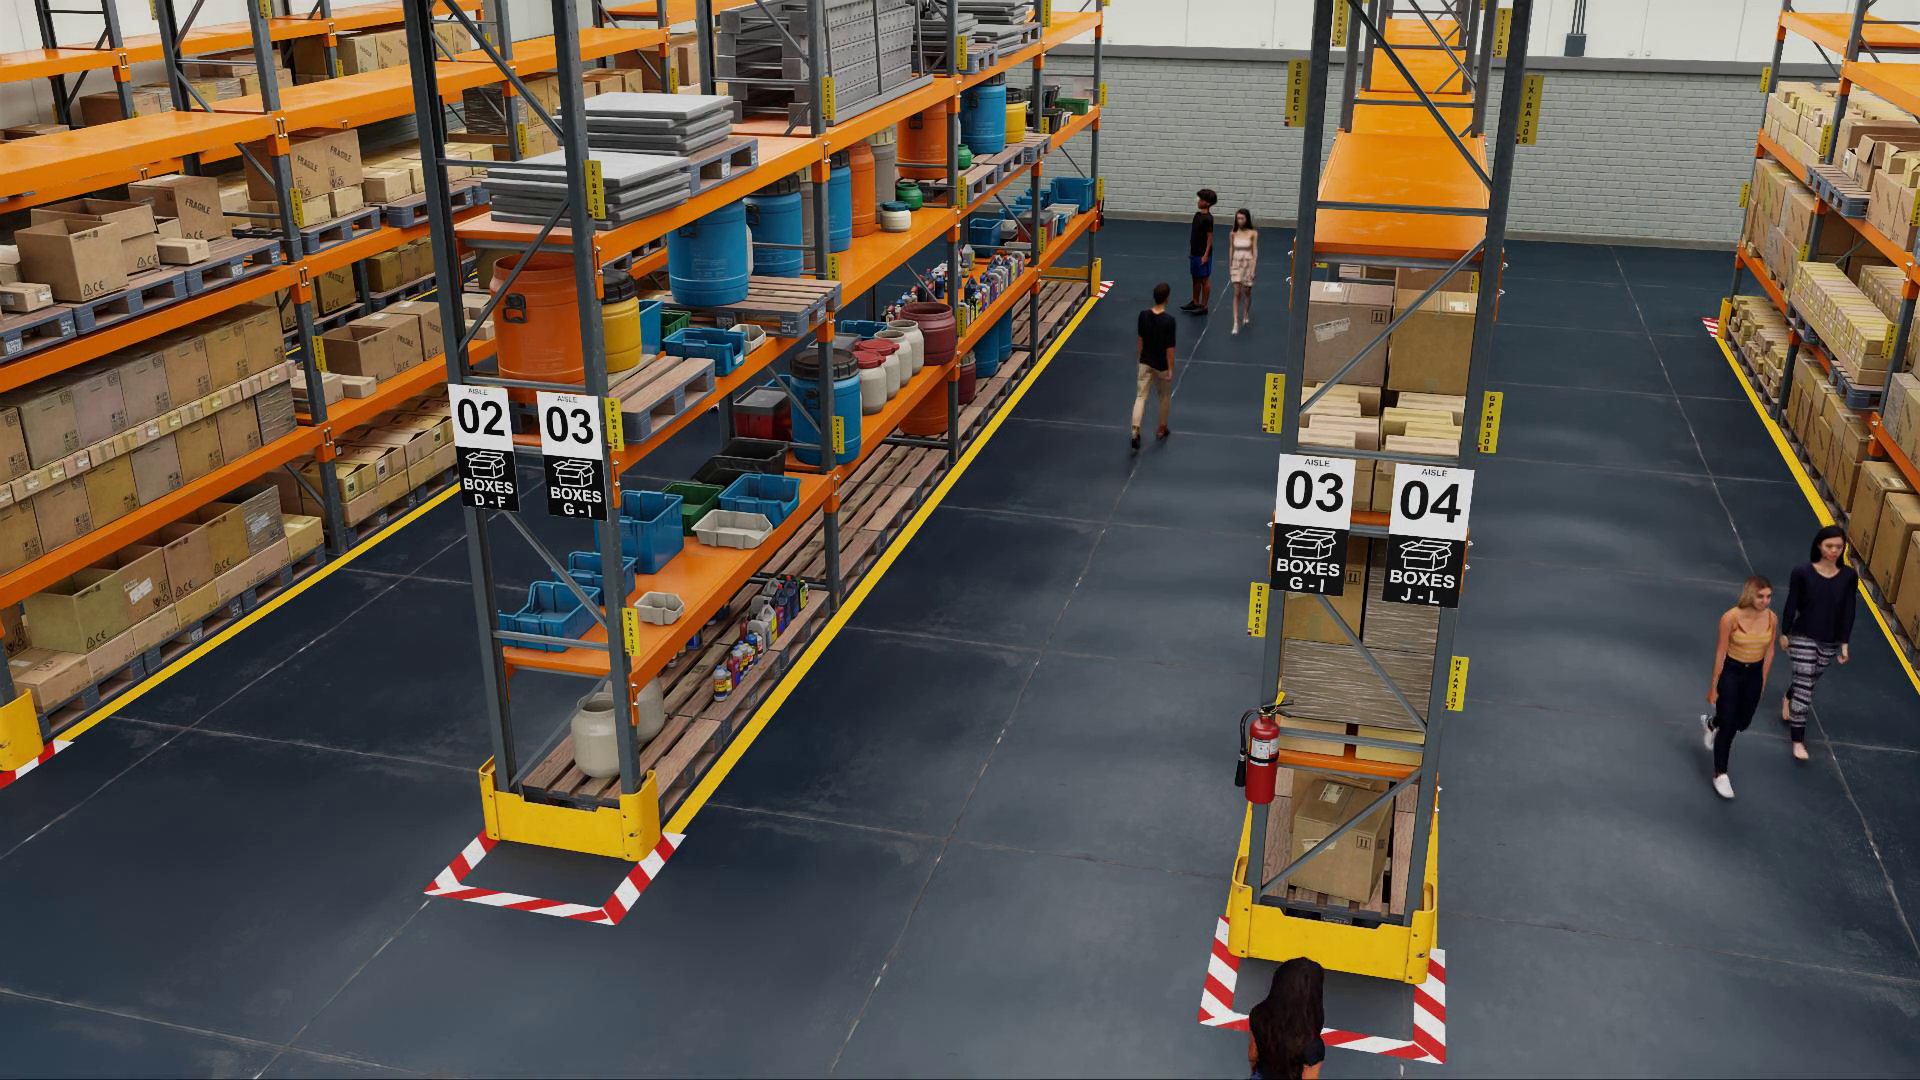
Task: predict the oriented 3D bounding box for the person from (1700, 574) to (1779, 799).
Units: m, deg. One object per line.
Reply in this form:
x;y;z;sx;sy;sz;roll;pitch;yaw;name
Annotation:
5.413;0.961;11.658;0.725;1.610;0.976;0;22;0;person

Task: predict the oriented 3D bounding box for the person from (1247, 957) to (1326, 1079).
1.343;2.669;7.386;0.895;1.682;1.231;17;28;36;person

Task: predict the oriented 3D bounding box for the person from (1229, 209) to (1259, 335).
3.952;-3.708;22.981;0.647;1.679;1.087;8;24;19;person

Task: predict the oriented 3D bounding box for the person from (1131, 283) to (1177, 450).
2.104;-1.886;18.335;0.775;1.825;1.179;10;24;23;person

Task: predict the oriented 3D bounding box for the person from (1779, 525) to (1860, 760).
6.270;0.687;12.212;0.648;1.696;1.102;4;23;10;person

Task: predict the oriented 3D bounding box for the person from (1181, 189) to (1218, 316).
3.475;-4.153;23.904;0.776;1.804;0.707;-9;24;-22;person
